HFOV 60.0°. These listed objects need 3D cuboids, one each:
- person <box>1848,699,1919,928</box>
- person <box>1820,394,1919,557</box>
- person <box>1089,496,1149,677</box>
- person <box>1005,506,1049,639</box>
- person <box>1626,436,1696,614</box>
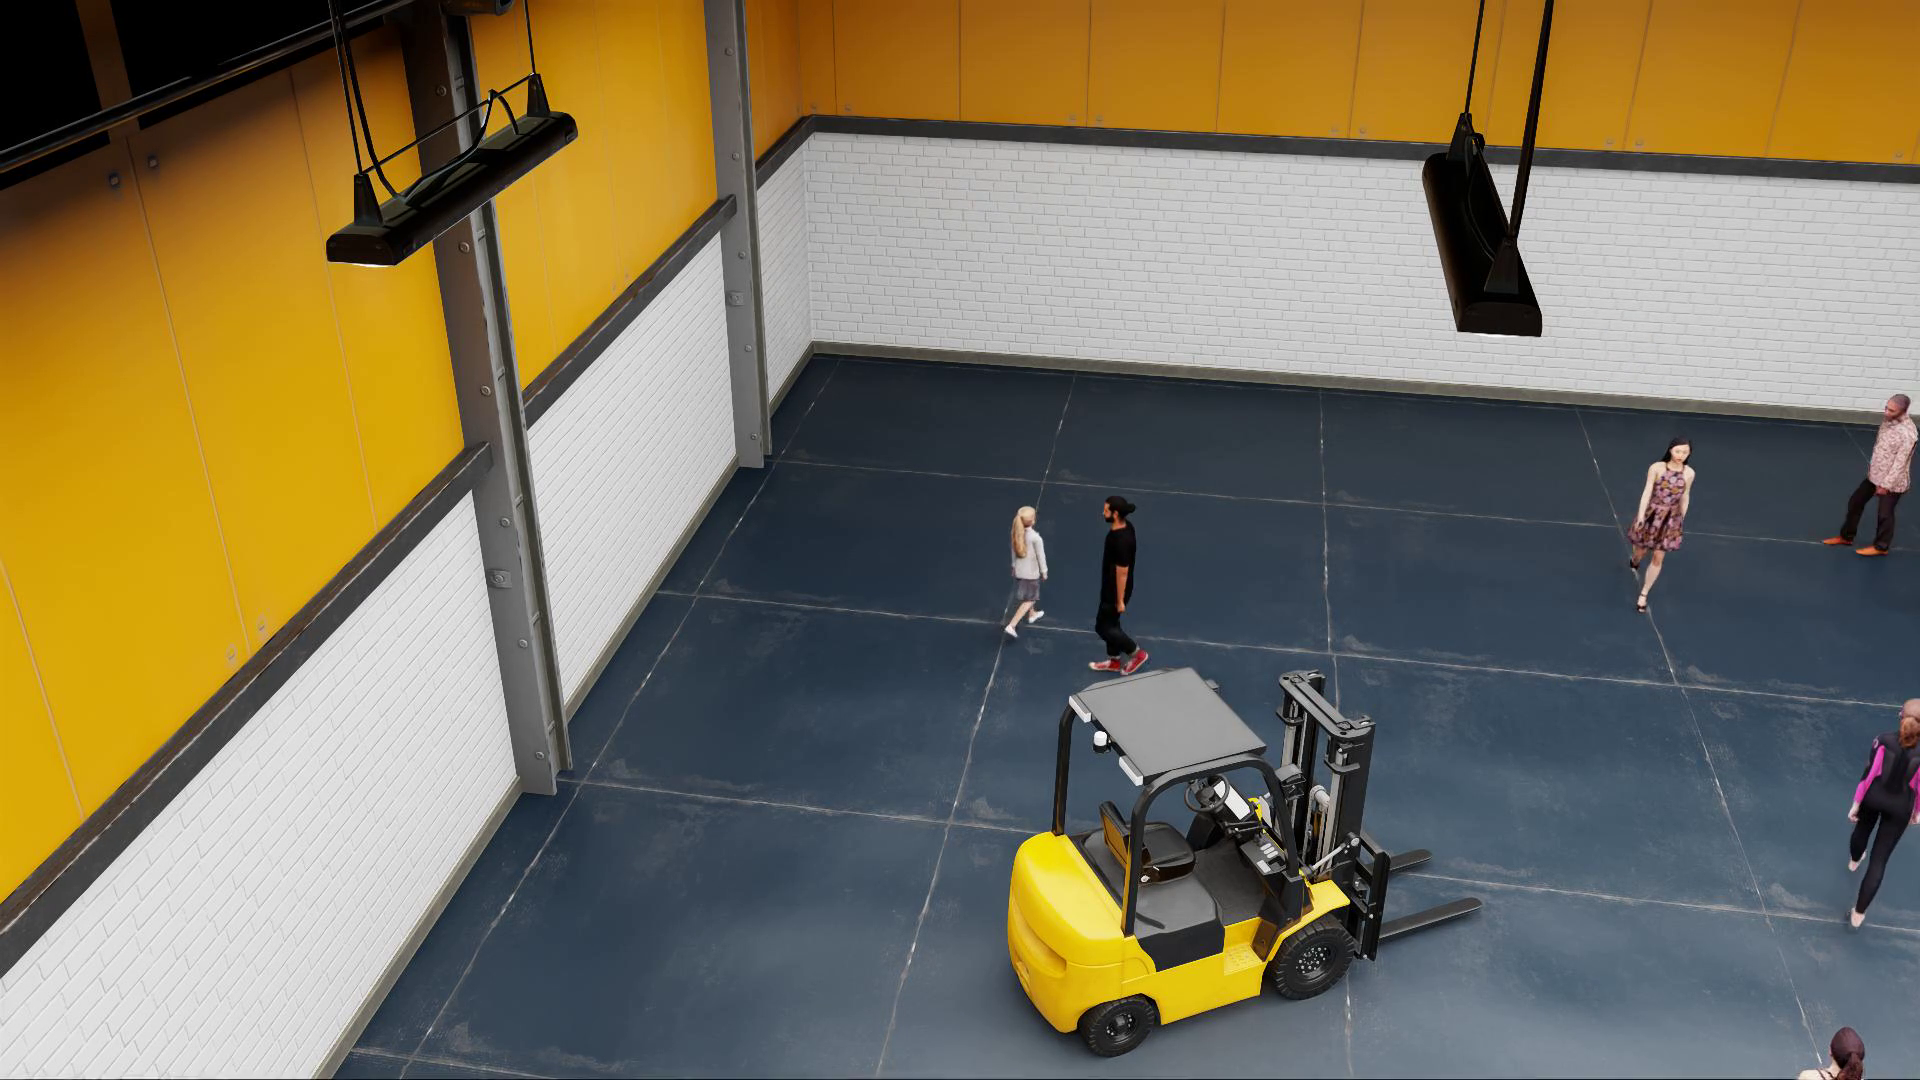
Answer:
[{"bbox_3d":[6.469,1.931,11.648,0.905,1.694,1.239,17,33,29],"label":"person"},{"bbox_3d":[9.140,-0.627,16.253,0.905,1.774,0.857,0,29,1],"label":"person"},{"bbox_3d":[1.434,0.417,14.375,0.726,1.740,0.700,1,29,3],"label":"person"},{"bbox_3d":[0.590,0.297,15.097,0.911,1.258,0.791,-25,37,-38],"label":"person"},{"bbox_3d":[6.477,-0.189,15.463,0.614,1.762,0.851,5,29,9],"label":"person"}]
